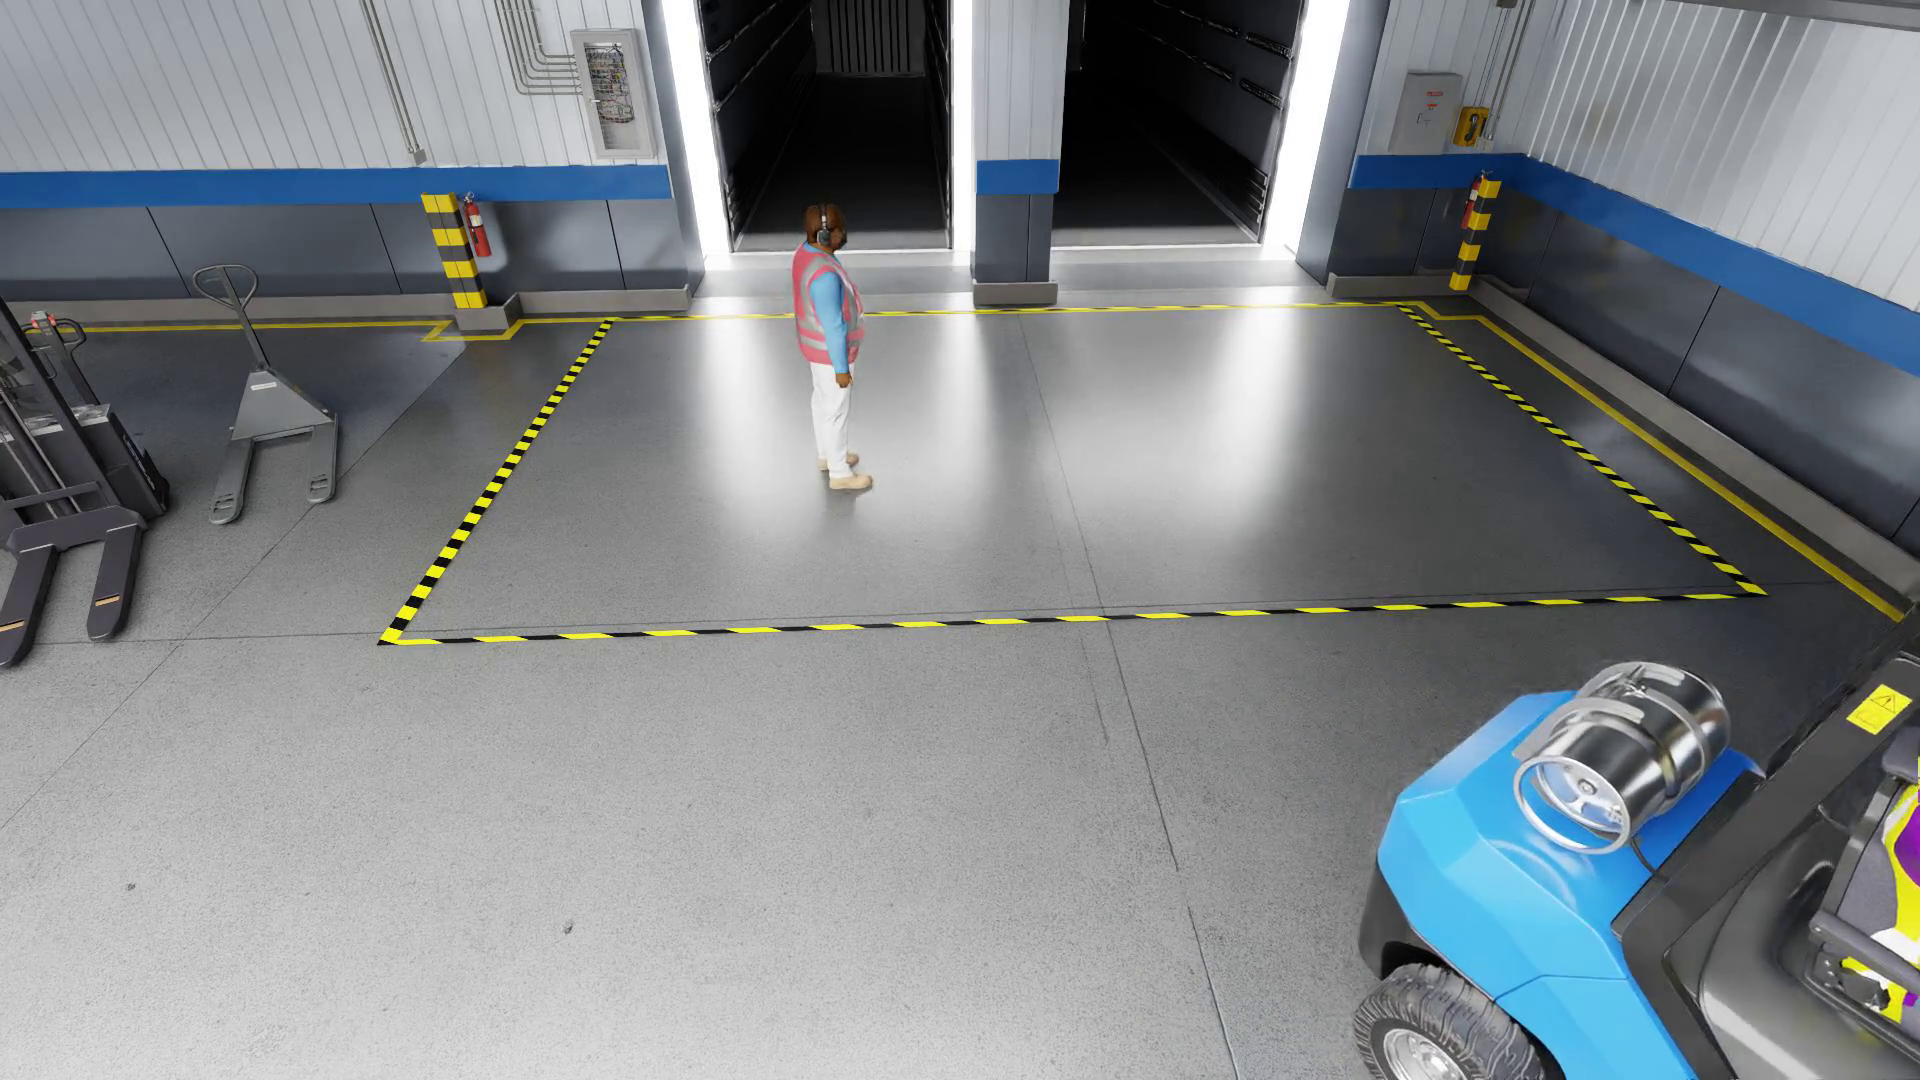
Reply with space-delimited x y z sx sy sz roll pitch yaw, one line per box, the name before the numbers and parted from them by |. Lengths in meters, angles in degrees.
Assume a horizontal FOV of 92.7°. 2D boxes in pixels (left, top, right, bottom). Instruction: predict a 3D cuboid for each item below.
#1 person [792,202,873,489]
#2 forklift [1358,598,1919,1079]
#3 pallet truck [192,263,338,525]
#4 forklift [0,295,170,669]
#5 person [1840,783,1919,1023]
person | -0.810 -1.207 5.860 0.429 1.840 0.633 -12 37 -16
forklift | 2.499 1.104 2.092 1.157 2.036 2.680 -22 41 -29
pallet truck | -4.778 -1.027 6.128 0.680 1.201 1.601 -17 38 -23
forklift | -5.212 -0.618 4.878 0.823 1.965 1.885 -20 39 -26
person | 2.528 0.981 1.942 0.635 1.294 1.004 -22 41 -29
